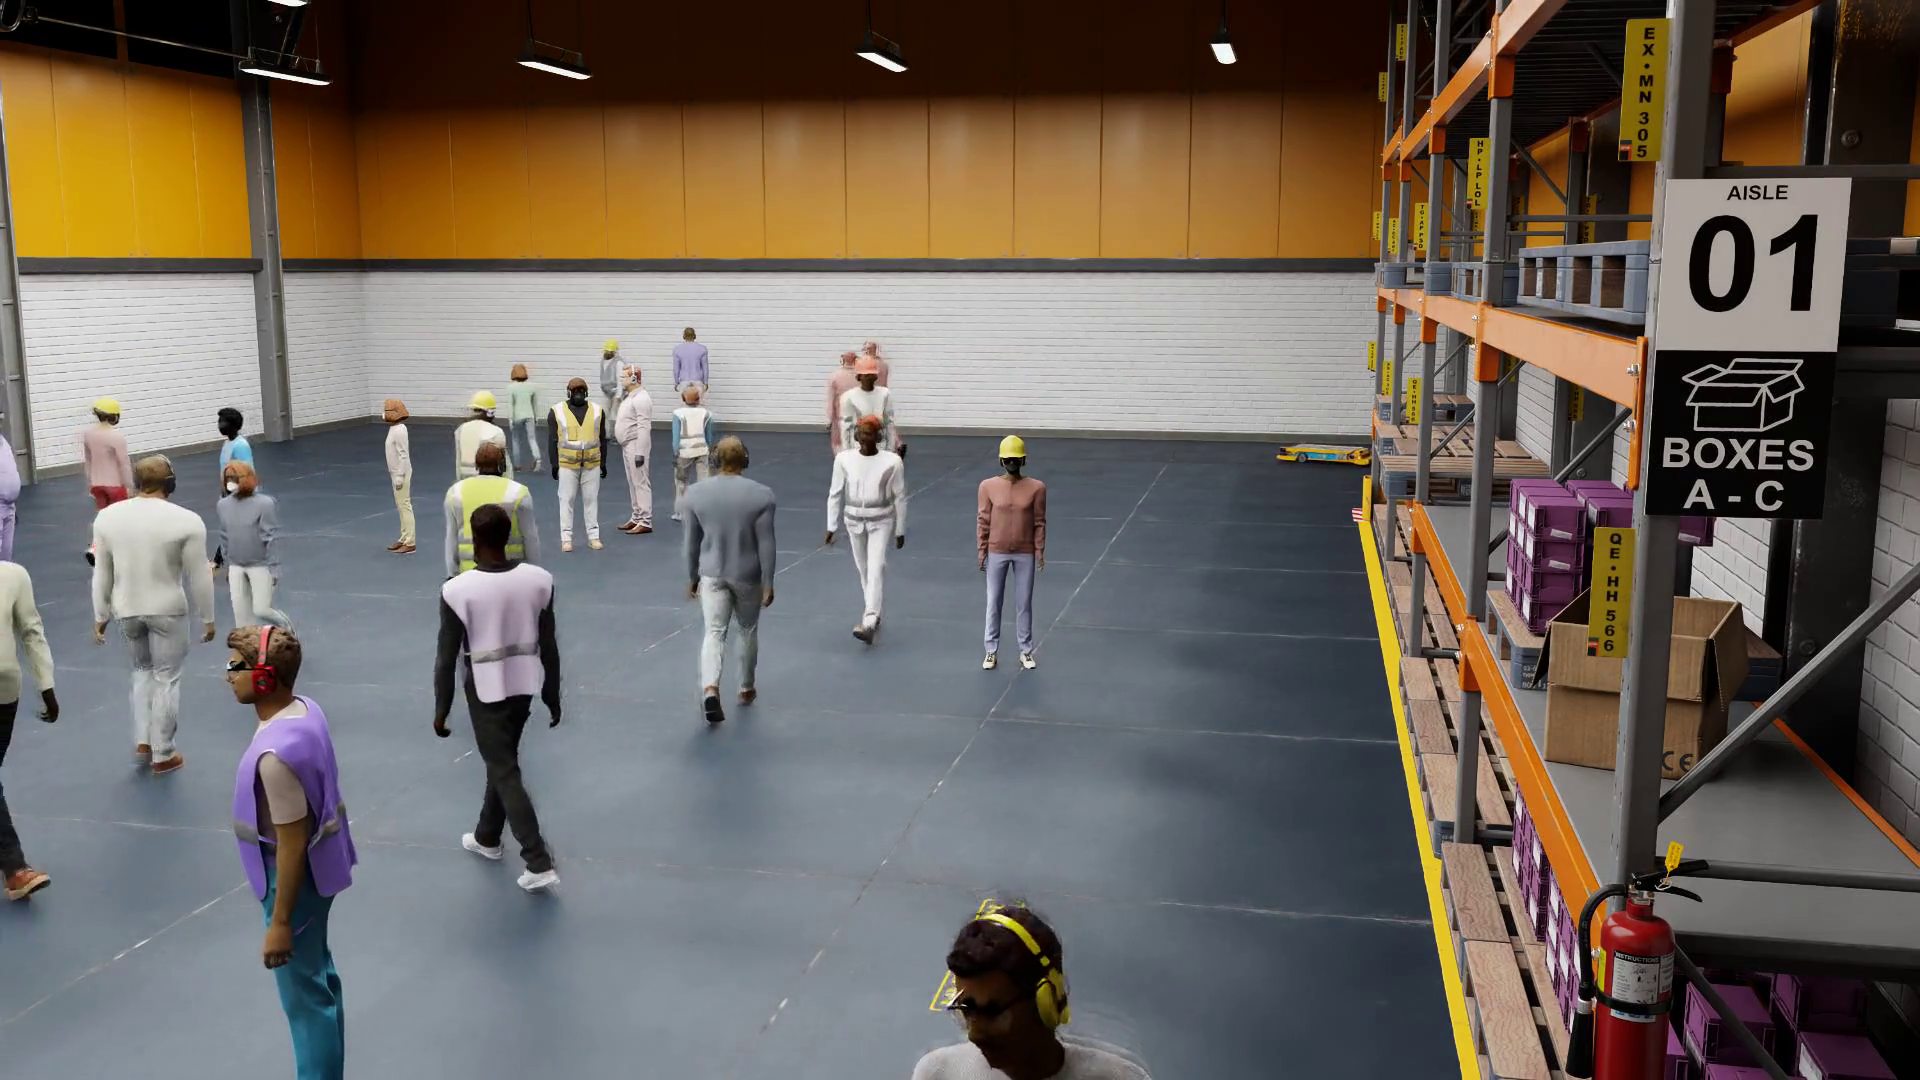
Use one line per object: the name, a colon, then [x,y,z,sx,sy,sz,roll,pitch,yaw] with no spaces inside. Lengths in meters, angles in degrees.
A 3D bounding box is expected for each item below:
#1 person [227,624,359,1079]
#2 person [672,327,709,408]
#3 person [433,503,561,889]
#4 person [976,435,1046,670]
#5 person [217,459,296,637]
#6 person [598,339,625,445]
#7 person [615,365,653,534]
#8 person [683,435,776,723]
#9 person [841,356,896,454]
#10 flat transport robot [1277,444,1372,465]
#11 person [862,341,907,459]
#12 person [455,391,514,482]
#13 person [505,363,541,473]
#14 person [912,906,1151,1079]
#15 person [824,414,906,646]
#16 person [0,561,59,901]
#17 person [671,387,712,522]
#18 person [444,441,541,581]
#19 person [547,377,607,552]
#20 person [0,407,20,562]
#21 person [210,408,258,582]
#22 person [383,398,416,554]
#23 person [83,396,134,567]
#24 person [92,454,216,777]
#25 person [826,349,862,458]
person: [-2.250,1.188,5.639,0.393,1.847,0.563,-2,10,-14]
person: [-4.725,-2.771,29.234,0.628,1.935,0.373,-2,10,-9]
person: [-2.263,0.753,8.196,0.984,1.877,0.606,9,13,43]
person: [0.385,0.095,12.469,0.524,1.769,0.308,-1,9,-3]
person: [-5.213,0.194,12.306,0.515,1.615,0.509,2,10,13]
person: [-5.833,-2.462,27.817,0.616,1.785,0.651,7,12,38]
person: [-3.688,-1.024,18.786,0.409,1.907,0.651,-4,10,-24]
person: [-1.547,0.249,11.148,0.633,1.905,0.930,0,9,1]
person: [-1.051,-1.061,18.644,0.634,2.026,0.639,-4,10,-25]
flat transport robot: [5.658,-1.323,25.505,1.431,0.197,0.652,5,11,29]
person: [-1.247,-2.099,25.353,0.806,1.879,0.637,6,11,31]
person: [-4.535,-0.555,16.260,0.621,1.802,0.820,6,11,32]
person: [-6.321,-1.762,24.122,0.500,1.606,0.774,-6,11,-34]
person: [0.179,1.581,3.345,0.539,1.836,0.839,2,10,11]
person: [-0.761,-0.088,13.368,0.590,1.821,1.021,2,10,14]
person: [-4.705,0.741,8.040,1.008,1.937,0.642,6,11,34]
person: [-3.157,-0.988,19.463,0.530,1.603,0.740,-6,11,-31]
person: [-3.304,0.202,11.747,0.644,1.803,0.952,1,9,7]
person: [-4.039,-0.802,17.641,0.627,1.845,0.429,-4,10,-25]
person: [-8.264,-0.264,14.255,0.405,1.902,0.696,-1,10,-9]
person: [-7.013,-0.430,15.921,0.852,1.655,0.553,-6,11,-33]
person: [-5.902,-0.670,17.472,0.279,1.634,0.499,-4,10,-25]
person: [-8.335,-0.535,16.310,0.542,1.748,0.415,3,10,18]
person: [-4.778,0.446,9.920,0.657,1.914,0.522,0,9,1]
person: [-1.505,-1.625,22.482,0.675,1.884,0.436,-4,10,-21]
